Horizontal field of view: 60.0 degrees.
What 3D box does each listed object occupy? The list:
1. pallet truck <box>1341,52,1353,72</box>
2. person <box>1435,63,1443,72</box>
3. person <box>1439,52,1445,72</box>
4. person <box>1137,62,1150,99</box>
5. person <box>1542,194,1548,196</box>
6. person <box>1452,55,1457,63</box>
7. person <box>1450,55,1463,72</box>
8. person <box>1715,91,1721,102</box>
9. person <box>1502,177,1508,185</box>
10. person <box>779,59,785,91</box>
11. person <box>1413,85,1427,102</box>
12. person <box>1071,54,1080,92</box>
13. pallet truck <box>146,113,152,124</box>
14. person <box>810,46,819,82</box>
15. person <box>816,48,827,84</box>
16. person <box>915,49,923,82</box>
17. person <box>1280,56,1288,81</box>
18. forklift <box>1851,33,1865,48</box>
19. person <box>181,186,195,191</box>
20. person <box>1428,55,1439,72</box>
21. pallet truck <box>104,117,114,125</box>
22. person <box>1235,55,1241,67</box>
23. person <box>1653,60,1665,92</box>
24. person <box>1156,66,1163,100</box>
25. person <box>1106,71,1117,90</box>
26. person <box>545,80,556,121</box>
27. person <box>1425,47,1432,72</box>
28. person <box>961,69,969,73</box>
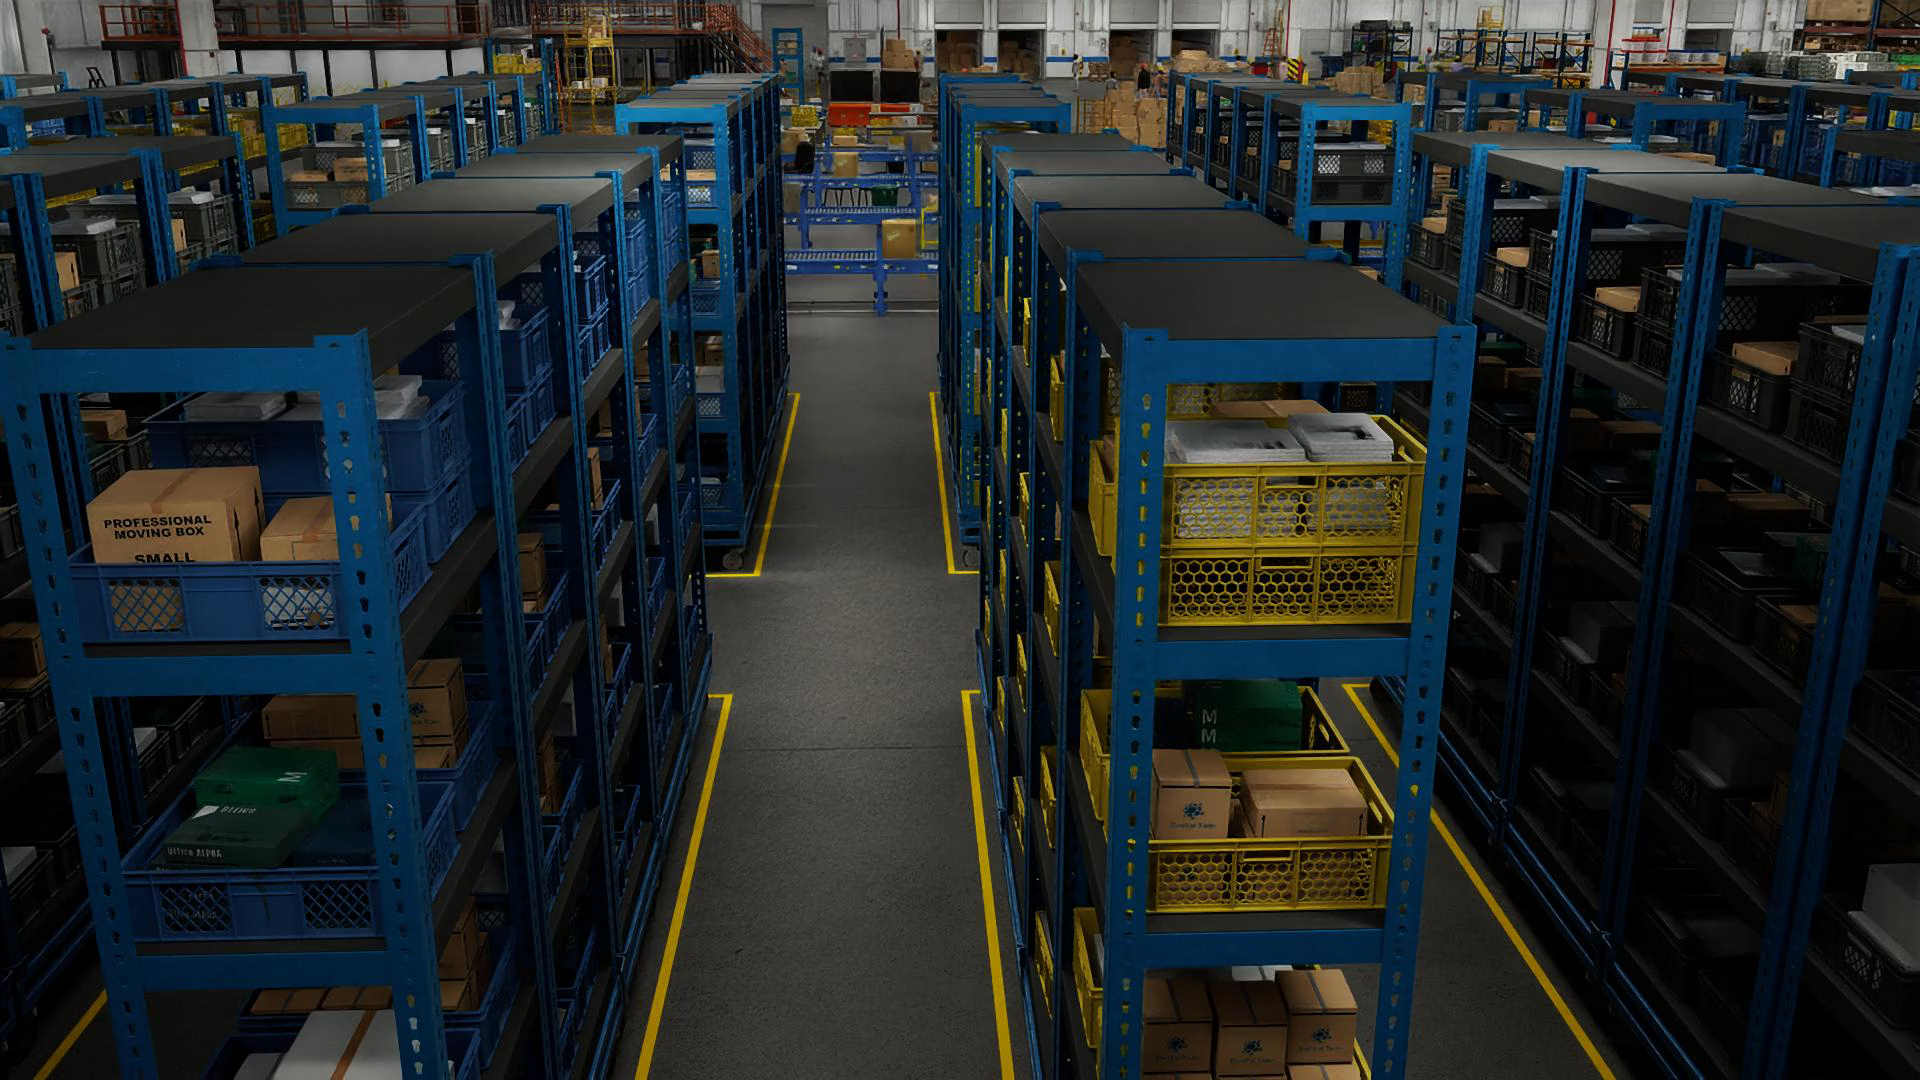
[{"bbox_3d":[18.794,-23.123,82.231,0.823,1.965,1.885,-13,22,-35],"label":"pallet truck"},{"bbox_3d":[21.684,-20.706,75.260,0.902,1.685,0.485,8,20,25],"label":"person"},{"bbox_3d":[25.020,-24.364,86.334,0.447,1.831,0.551,-1,18,-3],"label":"person"},{"bbox_3d":[7.455,-18.421,67.684,0.396,1.992,0.623,-15,23,-39],"label":"person"},{"bbox_3d":[12.214,-7.648,34.836,0.557,1.678,0.521,-5,19,-16],"label":"person"},{"bbox_3d":[23.955,-22.450,80.322,0.487,1.891,0.633,-7,19,-19],"label":"person"},{"bbox_3d":[23.631,-22.082,79.157,0.607,1.903,0.631,8,20,24],"label":"person"},{"bbox_3d":[25.920,-14.725,56.533,0.545,1.818,0.968,7,19,20],"label":"person"},{"bbox_3d":[12.850,-8.911,38.546,0.621,1.805,0.773,-2,18,-6],"label":"person"},{"bbox_3d":[-8.701,-22.744,81.309,0.429,1.844,0.627,-7,19,-22],"label":"person"},{"bbox_3d":[16.260,-15.565,58.932,0.547,1.942,0.351,-10,21,-29],"label":"person"},{"bbox_3d":[5.806,-23.446,83.484,0.428,1.840,0.631,2,18,6],"label":"person"},{"bbox_3d":[-18.087,-8.309,36.390,1.885,1.965,0.823,-1,18,-4],"label":"pallet truck"},{"bbox_3d":[-8.217,-26.946,94.163,0.610,1.936,0.420,-12,21,-32],"label":"person"},{"bbox_3d":[-7.625,-26.124,91.657,0.782,1.915,0.553,-11,21,-31],"label":"person"},{"bbox_3d":[-2.266,-25.814,90.709,0.589,1.907,0.510,-10,20,-28],"label":"person"},{"bbox_3d":[15.277,-21.980,78.838,0.855,1.916,0.635,11,21,30],"label":"person"},{"bbox_3d":[46.481,-24.949,86.470,1.129,2.768,1.873,-15,23,-40],"label":"forklift"},{"bbox_3d":[-12.542,-5.108,26.748,0.403,1.830,0.600,12,21,32],"label":"person"},{"bbox_3d":[22.690,-22.237,79.638,0.814,1.915,0.636,-11,21,-30],"label":"person"},{"bbox_3d":[-18.367,-7.885,35.078,1.885,1.965,0.823,1,18,2],"label":"pallet truck"},{"bbox_3d":[14.476,-24.531,87.085,0.538,1.677,0.563,15,23,38],"label":"person"},{"bbox_3d":[30.177,-19.737,71.803,0.361,1.963,0.613,-9,20,-27],"label":"person"},{"bbox_3d":[8.323,-18.826,69.304,0.319,1.767,0.534,0,18,1],"label":"person"},{"bbox_3d":[5.687,-16.616,62.300,0.332,1.872,0.514,-16,24,-40],"label":"person"},{"bbox_3d":[-15.497,-16.719,62.605,0.354,1.880,0.586,14,22,36],"label":"person"},{"bbox_3d":[26.024,-26.387,92.422,0.347,1.943,0.545,-1,18,-4],"label":"person"},{"bbox_3d":[0.185,-15.823,59.569,0.393,2.041,0.614,-8,19,-22],"label":"person"}]
